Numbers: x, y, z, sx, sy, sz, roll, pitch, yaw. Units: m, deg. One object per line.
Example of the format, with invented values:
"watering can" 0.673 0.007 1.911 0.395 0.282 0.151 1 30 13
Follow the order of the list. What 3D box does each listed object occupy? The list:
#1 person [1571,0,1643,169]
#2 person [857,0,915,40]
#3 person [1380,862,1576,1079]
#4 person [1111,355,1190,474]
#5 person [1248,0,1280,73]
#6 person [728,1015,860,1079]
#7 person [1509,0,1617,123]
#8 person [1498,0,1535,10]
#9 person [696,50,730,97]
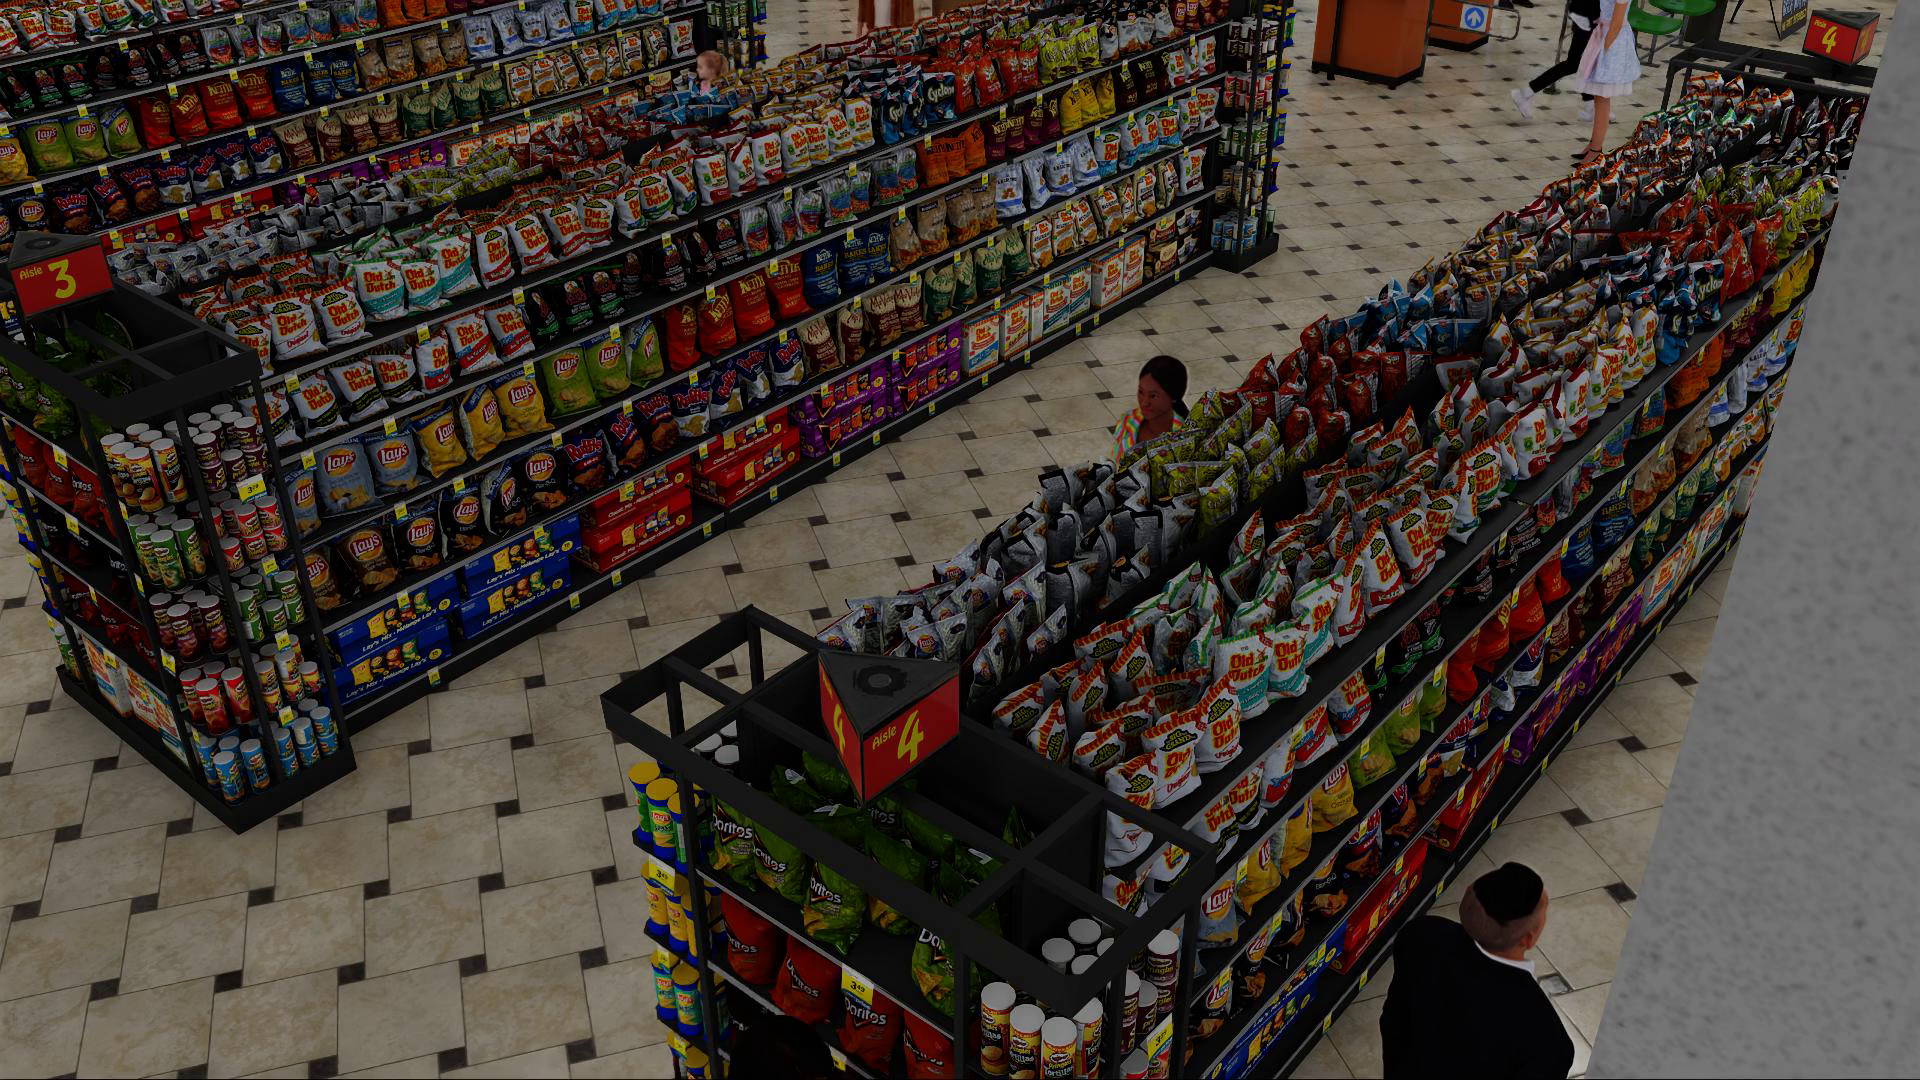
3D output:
"person" 5.169 -3.873 13.246 0.865 1.819 0.781 11 33 17
"person" -0.563 -4.348 14.124 0.755 1.696 0.888 14 35 22
"person" 1.305 1.556 4.397 0.697 1.949 0.764 -20 37 -29
"person" 0.792 0.044 6.973 0.620 1.793 0.568 18 36 27
"person" 2.845 -5.137 15.402 0.727 1.687 0.577 12 34 18
"person" -0.470 1.794 4.172 0.687 1.783 1.090 24 39 33
"person" 5.241 -4.421 14.154 1.125 1.789 1.222 6 32 9
"person" 6.034 -6.581 17.597 0.668 1.819 0.803 -11 34 -17
"person" -1.770 -3.027 12.412 0.629 1.262 0.586 -11 33 -17
